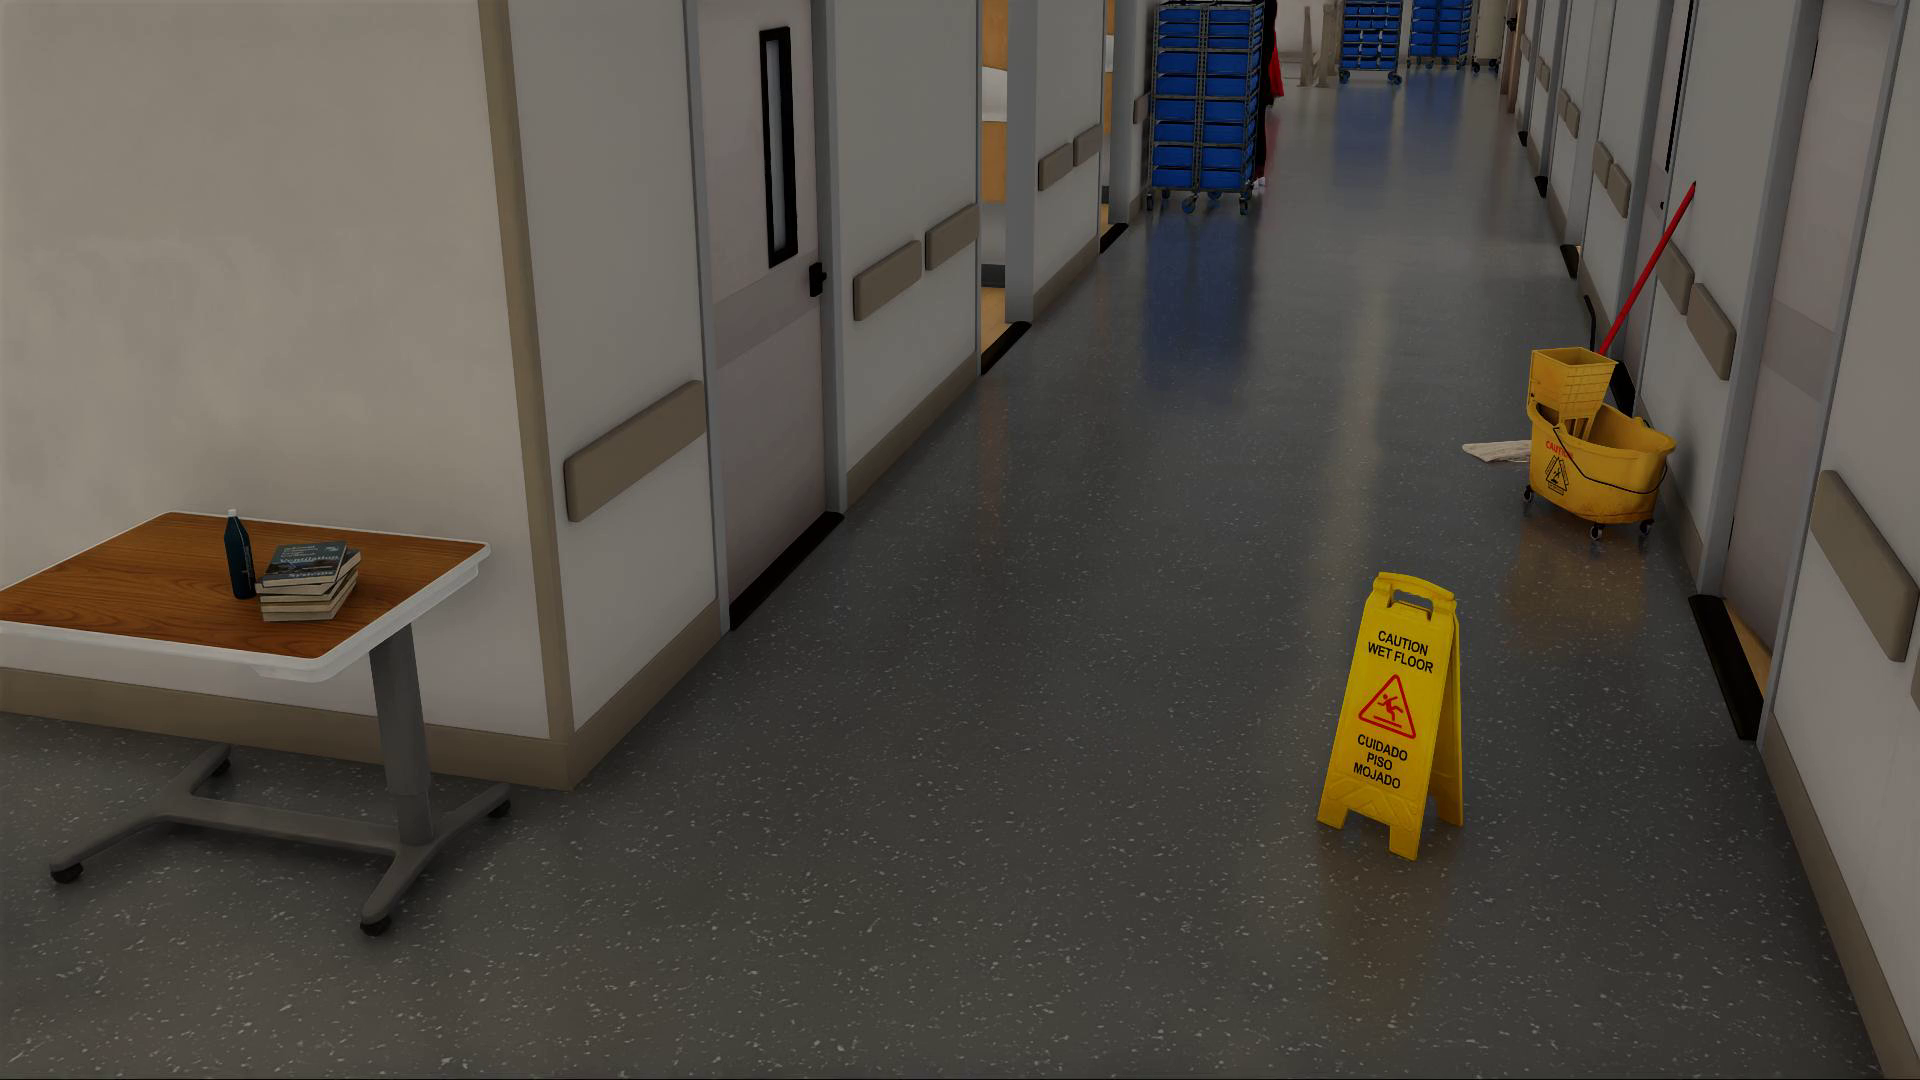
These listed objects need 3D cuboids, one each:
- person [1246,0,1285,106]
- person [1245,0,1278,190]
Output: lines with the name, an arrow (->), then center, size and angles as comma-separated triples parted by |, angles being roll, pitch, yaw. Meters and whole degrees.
person -> 3.997, -6.557, 21.830 | 1.105, 1.728, 1.256 | -8, 22, -19
person -> 2.750, -4.183, 15.559 | 0.731, 1.729, 0.583 | 12, 24, 30
